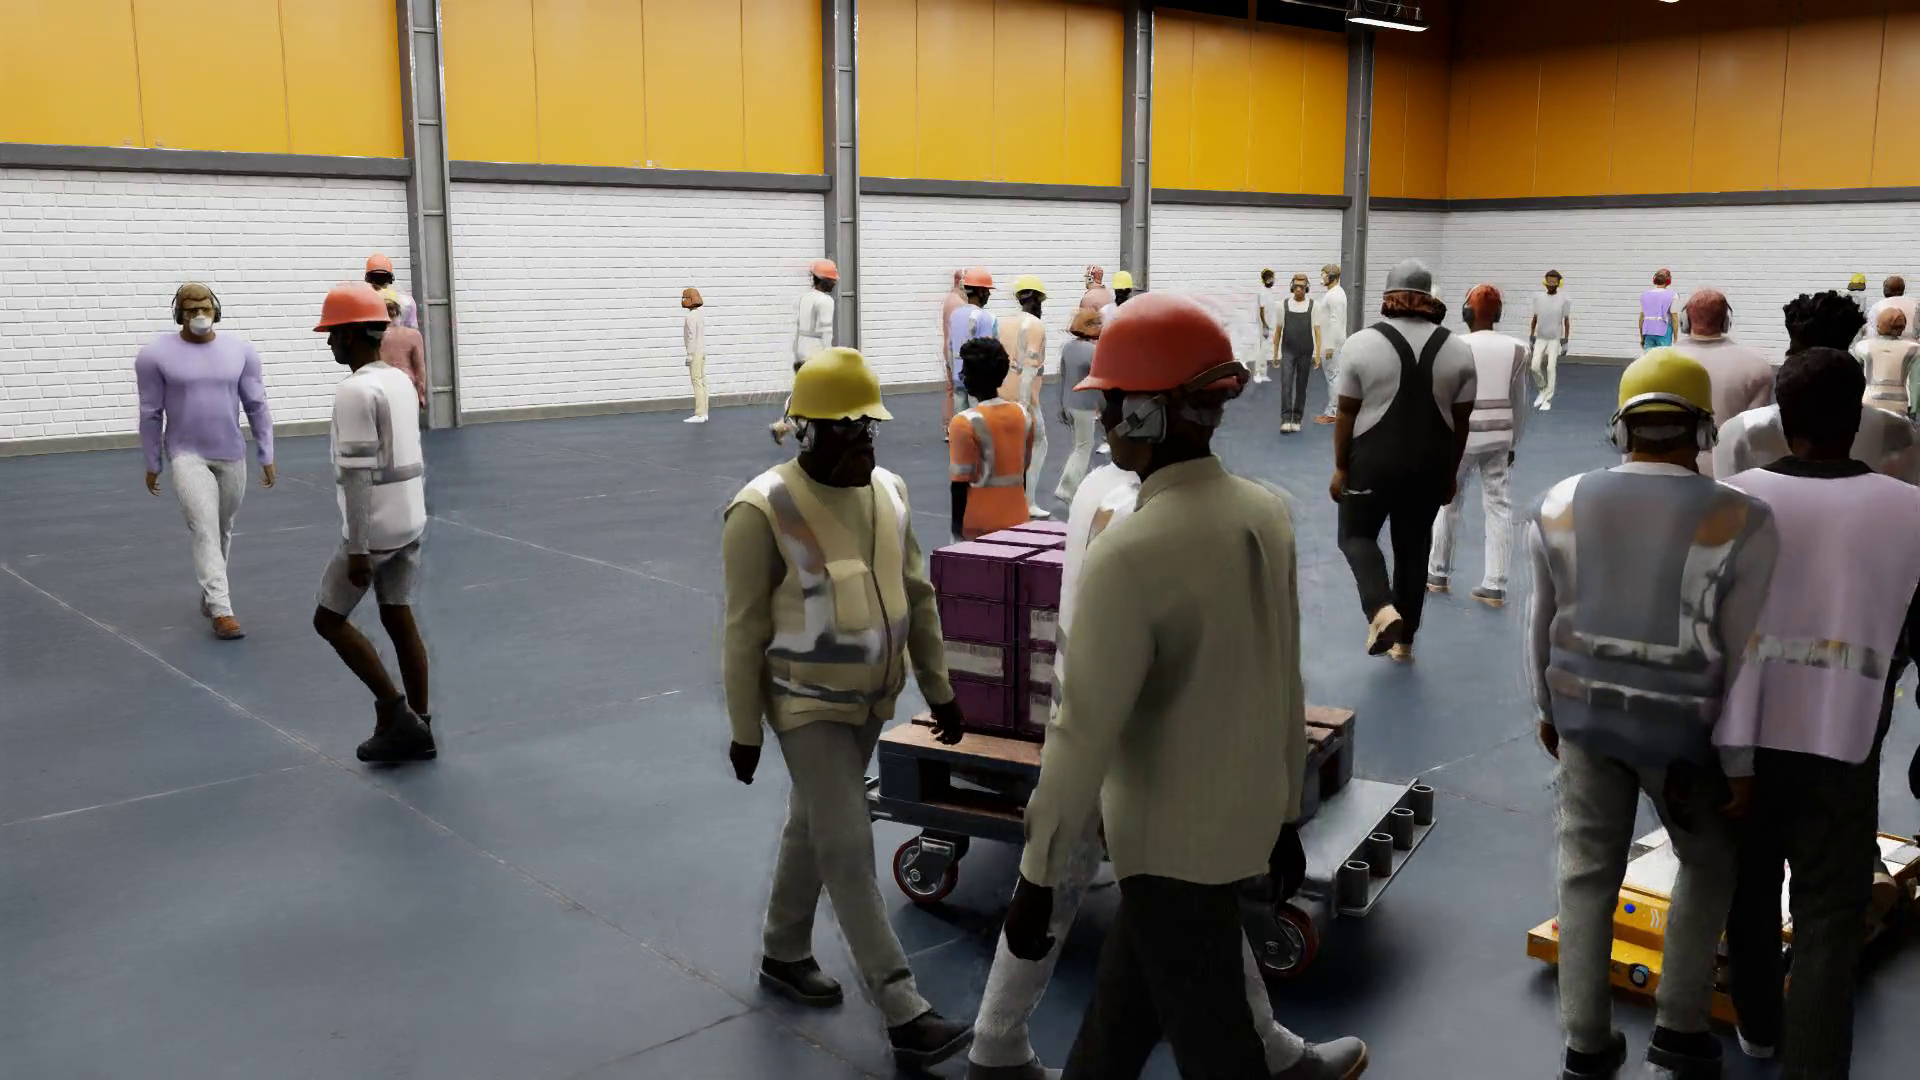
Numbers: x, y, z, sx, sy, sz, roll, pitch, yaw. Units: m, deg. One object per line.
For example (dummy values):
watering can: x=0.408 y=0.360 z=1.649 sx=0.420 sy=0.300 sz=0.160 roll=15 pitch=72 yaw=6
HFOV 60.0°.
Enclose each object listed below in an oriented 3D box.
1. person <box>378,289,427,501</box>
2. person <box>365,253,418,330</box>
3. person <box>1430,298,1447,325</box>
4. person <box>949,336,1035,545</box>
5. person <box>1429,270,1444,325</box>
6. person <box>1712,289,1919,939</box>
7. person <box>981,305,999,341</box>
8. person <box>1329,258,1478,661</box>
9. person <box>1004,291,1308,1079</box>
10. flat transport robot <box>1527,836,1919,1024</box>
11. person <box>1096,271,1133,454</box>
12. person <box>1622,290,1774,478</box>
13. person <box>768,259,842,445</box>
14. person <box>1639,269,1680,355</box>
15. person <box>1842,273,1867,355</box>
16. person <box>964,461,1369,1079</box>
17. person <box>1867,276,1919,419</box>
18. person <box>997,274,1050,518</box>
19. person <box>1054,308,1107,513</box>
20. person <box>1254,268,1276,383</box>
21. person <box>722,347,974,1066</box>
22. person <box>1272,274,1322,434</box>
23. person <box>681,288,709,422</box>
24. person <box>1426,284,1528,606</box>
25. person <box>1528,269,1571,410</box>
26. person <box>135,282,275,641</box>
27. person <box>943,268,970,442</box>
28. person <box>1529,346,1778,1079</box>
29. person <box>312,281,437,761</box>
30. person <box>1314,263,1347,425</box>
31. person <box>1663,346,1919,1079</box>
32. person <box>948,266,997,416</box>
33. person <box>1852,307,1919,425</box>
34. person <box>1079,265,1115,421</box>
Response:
person: x=-4.615 y=-1.157 z=13.543 sx=0.524 sy=1.760 sz=0.326 roll=-5 pitch=11 yaw=-26
person: x=-5.222 y=-1.568 z=15.108 sx=0.605 sy=2.045 sz=0.379 roll=-6 pitch=11 yaw=-29
person: x=3.712 y=-1.064 z=13.163 sx=0.555 sy=1.685 sz=0.438 roll=3 pitch=10 yaw=15
person: x=0.193 y=-0.056 z=7.347 sx=0.612 sy=1.678 sz=0.536 roll=8 pitch=12 yaw=39
person: x=8.073 y=-3.811 z=28.919 sx=0.642 sy=1.819 sz=0.782 roll=7 pitch=12 yaw=34
person: x=2.537 y=0.226 z=4.958 sx=0.618 sy=1.936 sz=0.792 roll=1 pitch=10 yaw=7
person: x=0.189 y=-2.067 z=19.311 sx=0.547 sy=1.592 sz=0.836 roll=0 pitch=10 yaw=-1
person: x=2.170 y=-0.393 z=8.240 sx=0.695 sy=2.000 sz=0.592 roll=-1 pitch=10 yaw=-5
person: x=0.296 y=0.527 z=3.106 sx=0.981 sy=1.946 sz=0.653 roll=7 pitch=12 yaw=34
flat transport robot: x=2.351 y=1.052 z=4.952 sx=1.431 sy=0.197 sz=0.652 roll=-9 pitch=13 yaw=-42
person: x=1.727 y=-1.850 z=17.267 sx=0.608 sy=1.879 sz=0.999 roll=5 pitch=11 yaw=26
person: x=3.667 y=-0.315 z=8.332 sx=0.664 sy=1.847 sz=1.010 roll=4 pitch=10 yaw=20
person: x=-1.606 y=-1.923 z=17.346 sx=0.884 sy=2.003 sz=0.662 roll=-6 pitch=11 yaw=-30
person: x=9.569 y=-2.786 z=22.806 sx=0.390 sy=1.849 sz=0.564 roll=-7 pitch=12 yaw=-37
person: x=14.506 y=-3.447 z=26.991 sx=0.299 sy=1.745 sz=0.483 roll=-3 pitch=10 yaw=-17
person: x=0.450 y=0.458 z=3.856 sx=0.980 sy=1.832 sz=0.595 roll=-1 pitch=10 yaw=-6
person: x=10.504 y=-2.071 z=18.788 sx=0.633 sy=1.796 sz=0.942 roll=1 pitch=10 yaw=3
person: x=0.440 y=-1.079 z=12.712 sx=0.621 sy=1.879 sz=0.601 roll=-6 pitch=11 yaw=-31
person: x=0.976 y=-1.008 z=13.079 sx=0.361 sy=1.622 sz=0.516 roll=-5 pitch=11 yaw=-25
person: x=4.938 y=-3.436 z=26.699 sx=0.336 sy=1.833 sz=0.678 roll=5 pitch=11 yaw=26
person: x=-0.247 y=0.411 z=4.249 sx=0.899 sy=1.786 sz=0.614 roll=8 pitch=12 yaw=38
person: x=3.819 y=-2.097 z=18.868 sx=0.546 sy=1.814 sz=0.837 roll=2 pitch=10 yaw=12
person: x=-3.239 y=-2.246 z=20.277 sx=0.285 sy=1.633 sz=0.501 roll=1 pitch=10 yaw=8
person: x=3.022 y=-0.573 z=9.840 sx=0.605 sy=1.848 sz=0.839 roll=-2 pitch=10 yaw=-11
person: x=7.719 y=-2.617 z=21.822 sx=0.539 sy=1.848 sz=0.396 roll=7 pitch=12 yaw=35
person: x=-4.090 y=-0.453 z=9.054 sx=0.647 sy=1.893 sz=1.011 roll=-7 pitch=12 yaw=-37
person: x=0.041 y=-1.982 z=17.971 sx=0.469 sy=1.889 sz=0.678 roll=0 pitch=10 yaw=1
person: x=1.681 y=0.436 z=4.061 sx=0.606 sy=1.804 sz=0.534 roll=8 pitch=13 yaw=40
person: x=-2.306 y=-0.050 z=6.576 sx=0.451 sy=1.919 sz=0.565 roll=1 pitch=10 yaw=6
person: x=4.470 y=-2.353 z=20.015 sx=0.355 sy=1.936 sz=0.635 roll=2 pitch=10 yaw=11
person: x=1.915 y=0.482 z=3.772 sx=0.618 sy=1.835 sz=1.132 roll=5 pitch=11 yaw=29
person: x=0.138 y=-1.337 z=14.079 sx=0.378 sy=1.932 sz=0.551 roll=-6 pitch=12 yaw=-33
person: x=7.264 y=-1.015 z=13.118 sx=0.518 sy=1.619 sz=0.581 roll=5 pitch=11 yaw=25
person: x=1.636 y=-2.419 z=20.495 sx=0.410 sy=1.908 sz=0.643 roll=6 pitch=11 yaw=29
